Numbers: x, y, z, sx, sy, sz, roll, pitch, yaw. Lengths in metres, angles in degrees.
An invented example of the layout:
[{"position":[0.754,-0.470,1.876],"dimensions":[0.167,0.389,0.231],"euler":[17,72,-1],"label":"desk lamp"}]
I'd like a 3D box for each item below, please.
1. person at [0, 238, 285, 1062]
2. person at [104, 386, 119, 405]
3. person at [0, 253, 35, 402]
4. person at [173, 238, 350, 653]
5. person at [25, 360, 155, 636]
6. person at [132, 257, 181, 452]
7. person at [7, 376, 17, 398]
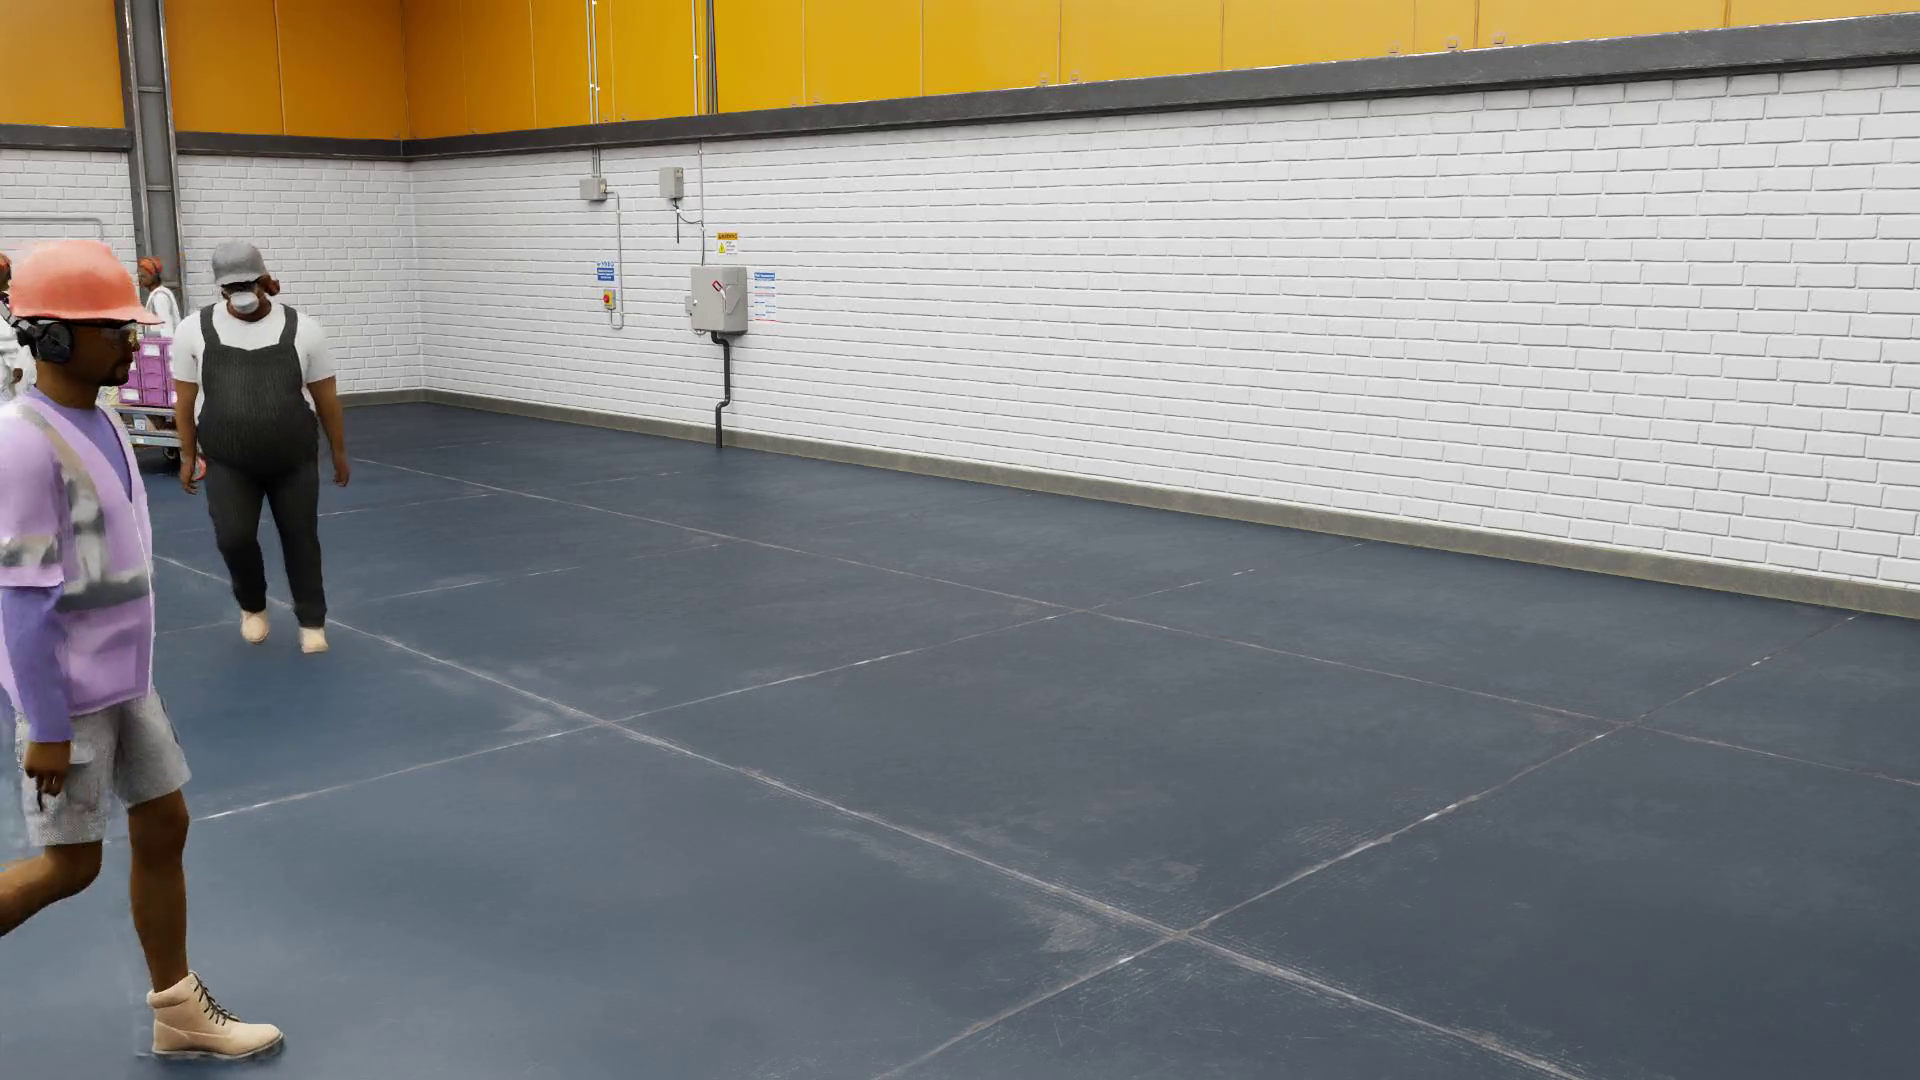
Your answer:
[{"position":[-2.143,0.318,3.881],"dimensions":[0.853,2.023,0.623],"euler":[-1,10,-8],"label":"person"},{"position":[-8.232,-1.699,15.919],"dimensions":[0.498,1.634,0.280],"euler":[1,10,3],"label":"person"},{"position":[-8.204,-1.514,14.276],"dimensions":[0.571,1.861,0.643],"euler":[1,10,8],"label":"person"},{"position":[-3.314,-0.435,7.917],"dimensions":[0.777,2.000,0.539],"euler":[-4,11,-22],"label":"person"},{"position":[-4.338,-0.338,8.220],"dimensions":[0.498,1.740,0.346],"euler":[4,11,23],"label":"person"},{"position":[-7.475,-1.718,15.544],"dimensions":[0.994,1.818,0.615],"euler":[-3,11,-16],"label":"person"},{"position":[-8.828,-1.665,15.347],"dimensions":[0.599,1.785,0.970],"euler":[2,11,12],"label":"person"}]
